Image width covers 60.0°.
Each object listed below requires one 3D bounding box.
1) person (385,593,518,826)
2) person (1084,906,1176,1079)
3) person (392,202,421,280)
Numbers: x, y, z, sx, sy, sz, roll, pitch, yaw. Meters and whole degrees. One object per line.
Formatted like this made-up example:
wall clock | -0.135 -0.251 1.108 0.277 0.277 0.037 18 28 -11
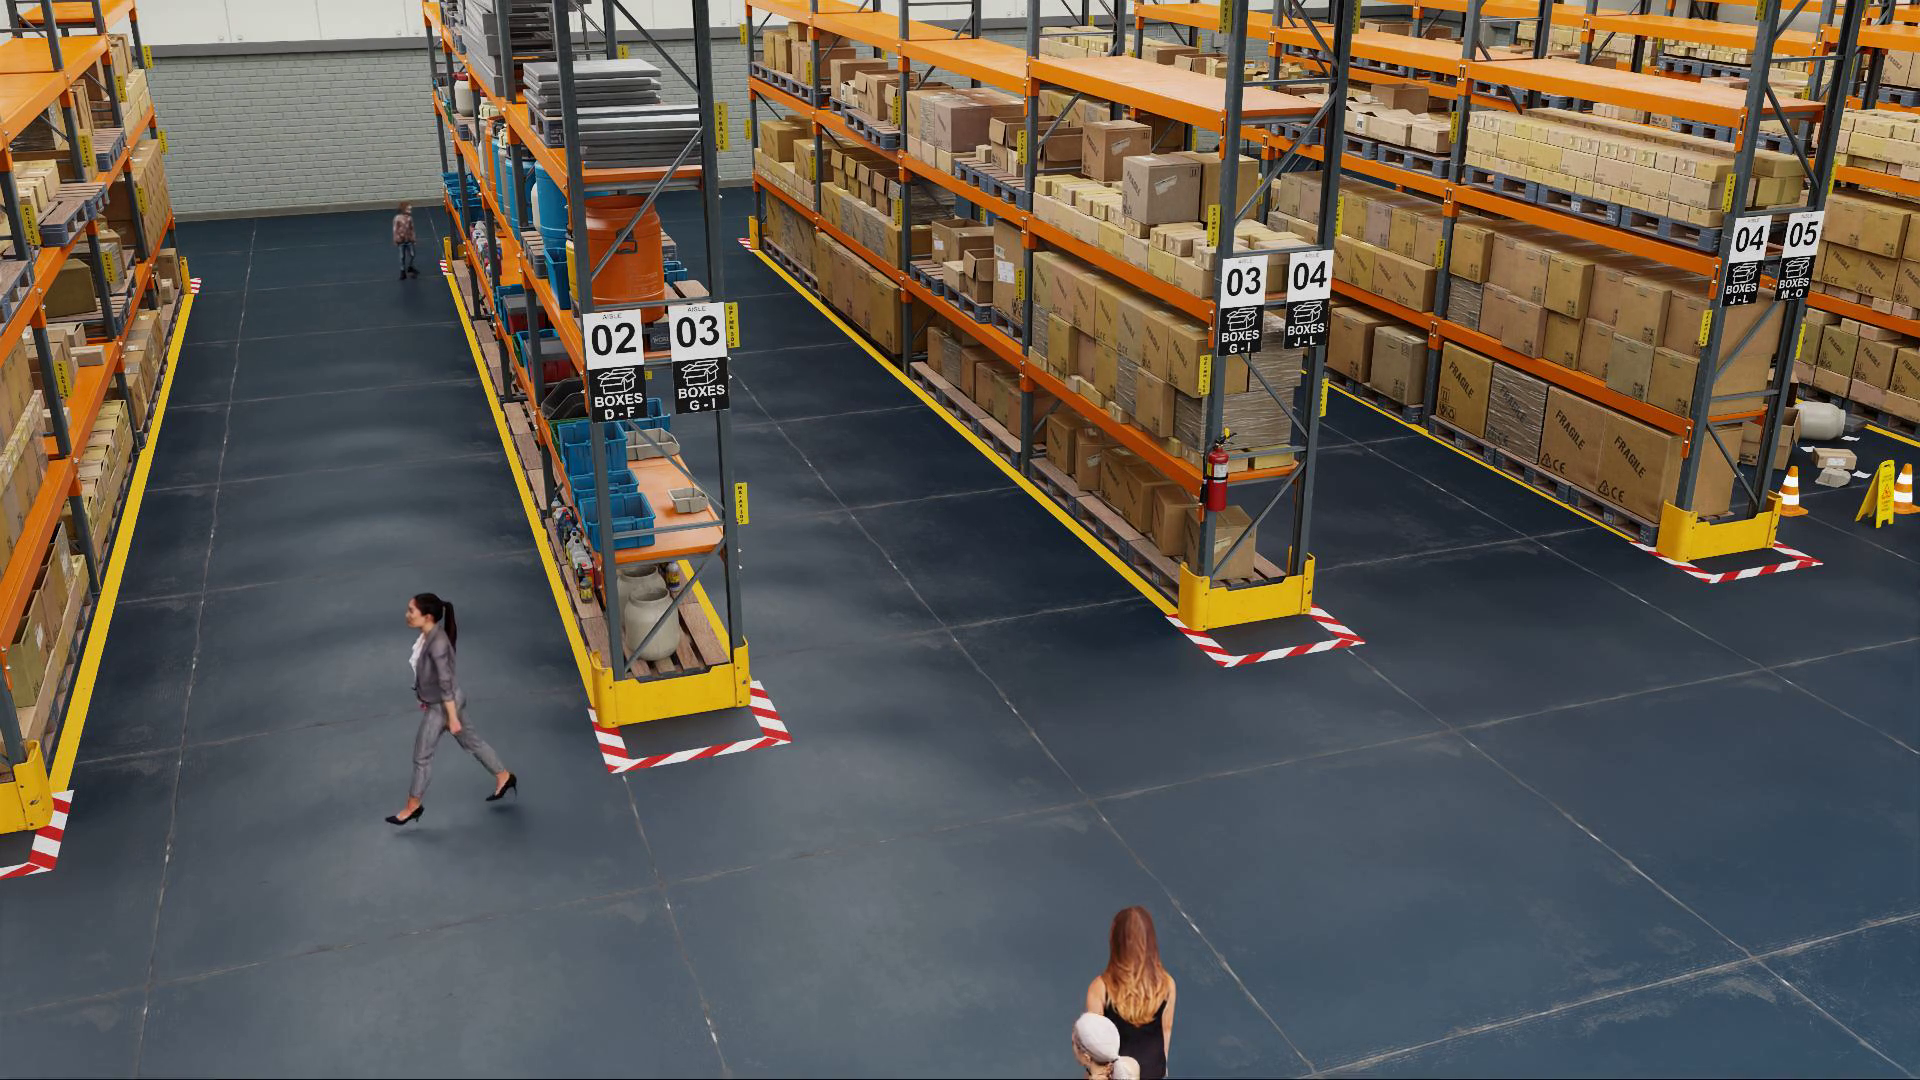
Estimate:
person | -3.364 1.127 11.143 0.686 1.628 1.031 -8 24 -18
person | 0.782 2.469 7.736 0.619 1.721 0.547 -4 23 -11
person | -8.681 -4.681 25.933 0.579 1.180 0.570 -10 24 -23
